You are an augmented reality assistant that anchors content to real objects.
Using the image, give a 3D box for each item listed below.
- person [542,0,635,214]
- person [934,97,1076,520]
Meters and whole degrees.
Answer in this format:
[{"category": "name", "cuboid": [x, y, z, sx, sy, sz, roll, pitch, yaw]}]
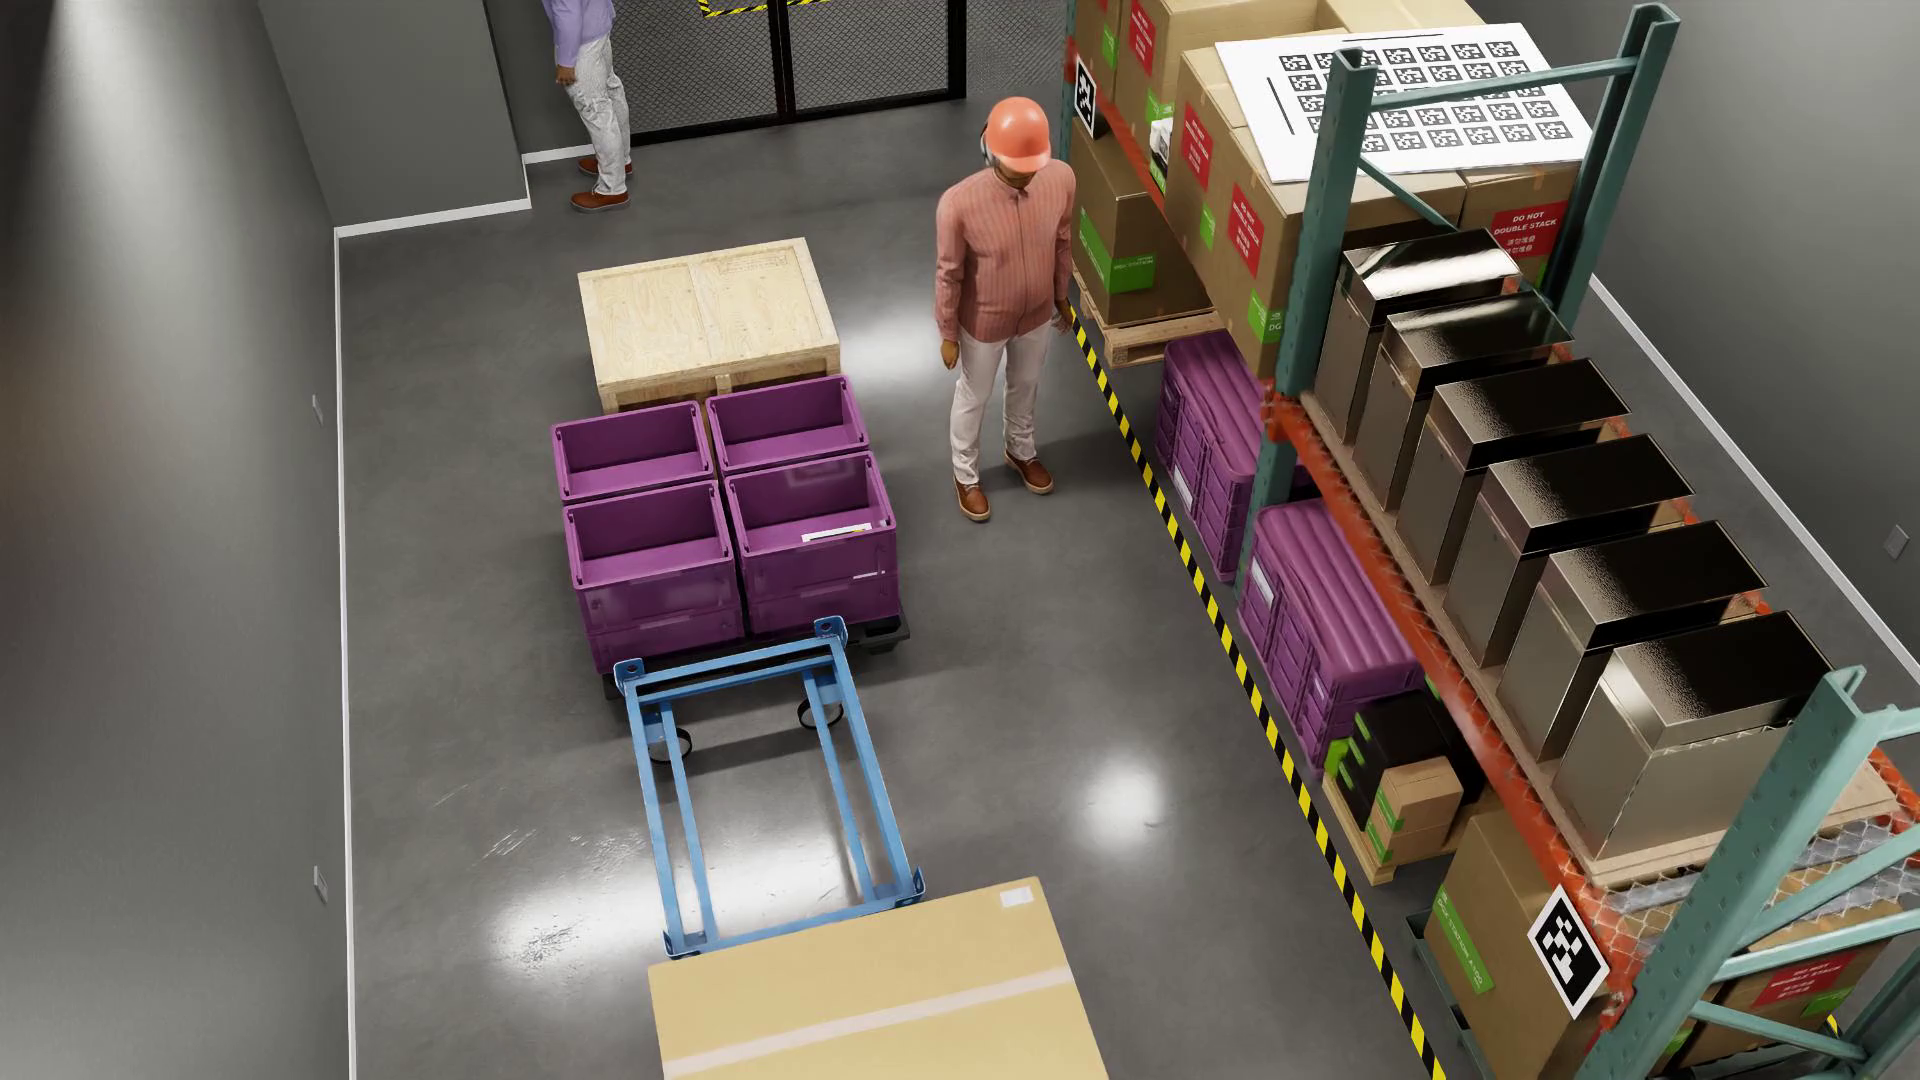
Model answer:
[{"category": "person", "cuboid": [-1.884, -2.513, 8.195, 0.372, 1.940, 0.631, 1, 47, 0]}, {"category": "person", "cuboid": [0.193, -0.909, 6.685, 0.622, 1.990, 0.397, -22, 51, -19]}]
